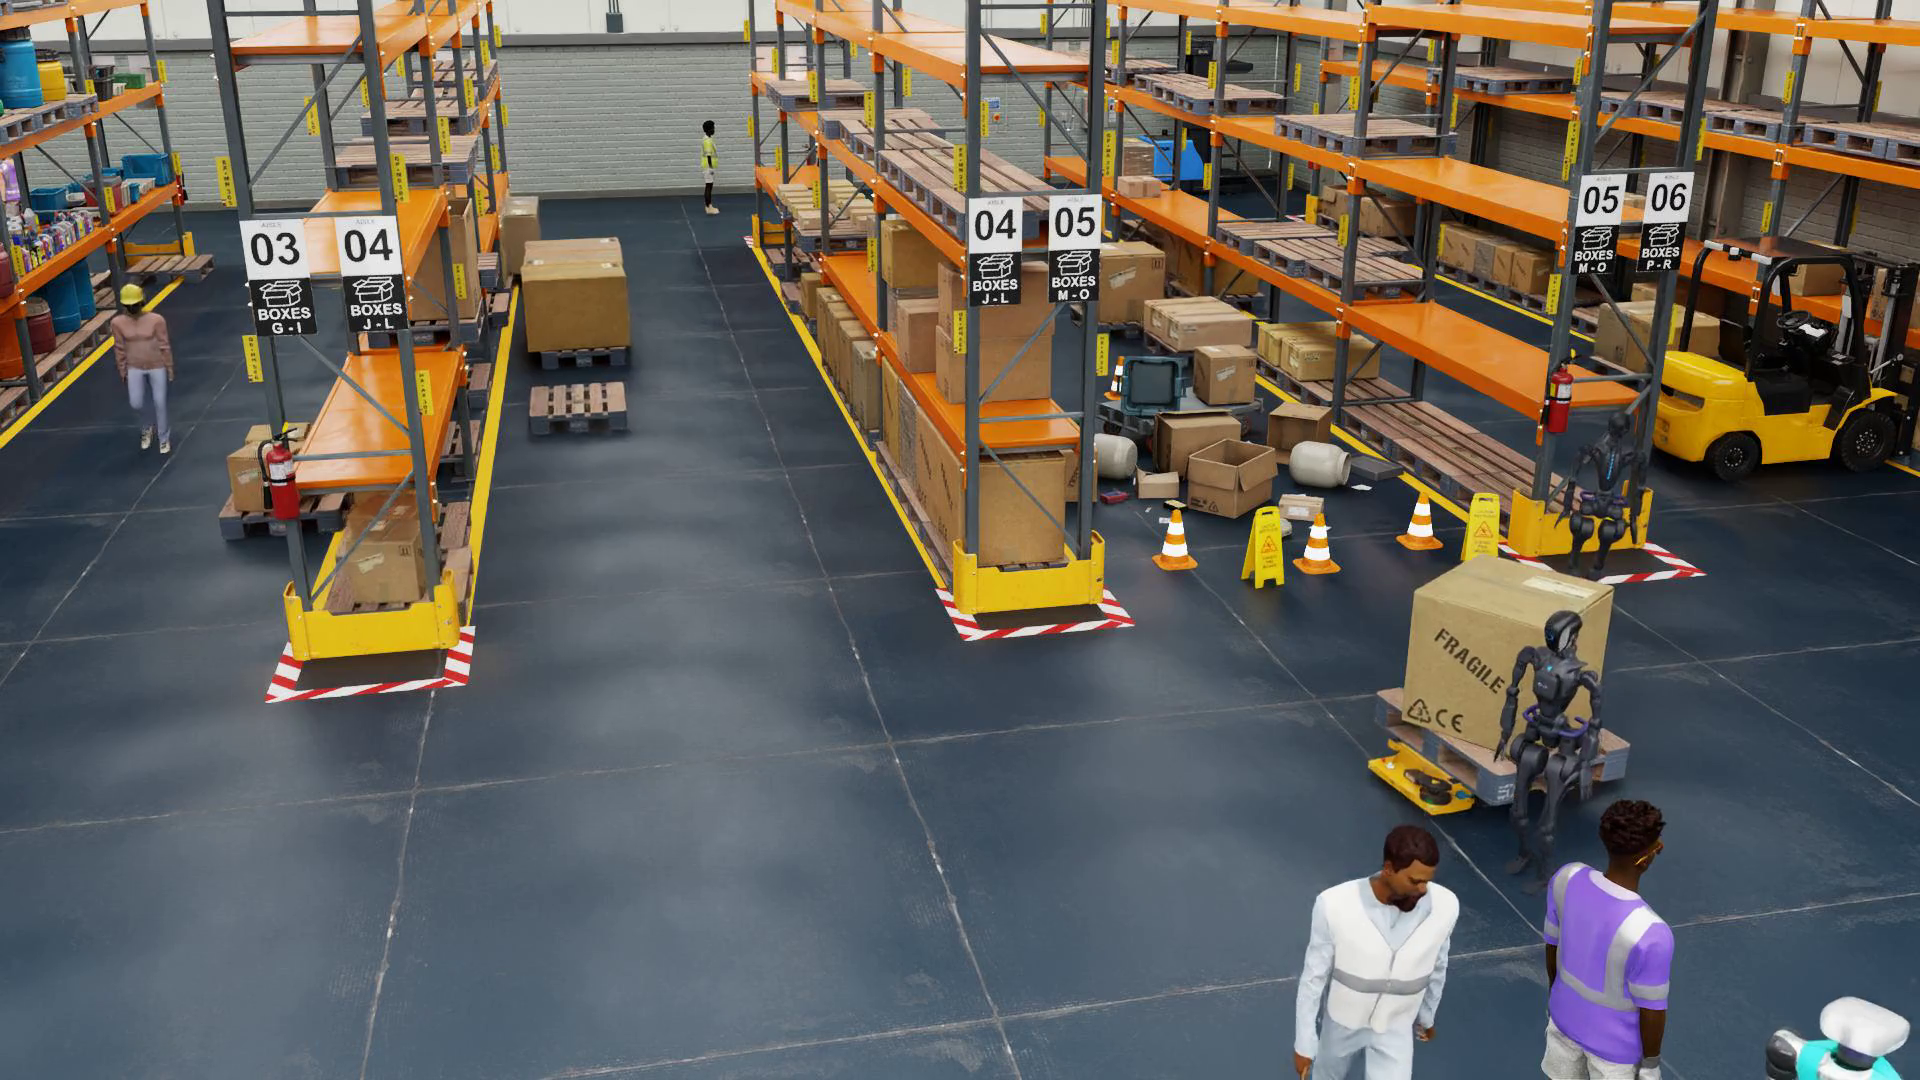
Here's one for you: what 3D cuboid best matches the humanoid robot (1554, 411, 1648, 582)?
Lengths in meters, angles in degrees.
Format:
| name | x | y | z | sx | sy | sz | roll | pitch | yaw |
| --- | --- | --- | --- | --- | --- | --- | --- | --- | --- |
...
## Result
| name | x | y | z | sx | sy | sz | roll | pitch | yaw |
| --- | --- | --- | --- | --- | --- | --- | --- | --- | --- |
| humanoid robot | 4.881 | -0.188 | 12.710 | 0.607 | 1.633 | 0.476 | 6 | 21 | 16 |

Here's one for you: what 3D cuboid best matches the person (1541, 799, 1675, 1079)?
| name | x | y | z | sx | sy | sz | roll | pitch | yaw |
| --- | --- | --- | --- | --- | --- | --- | --- | --- | --- |
| person | 2.554 | 1.918 | 6.606 | 0.368 | 1.964 | 0.605 | -9 | 22 | -22 |

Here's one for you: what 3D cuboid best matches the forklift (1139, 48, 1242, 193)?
| name | x | y | z | sx | sy | sz | roll | pitch | yaw |
| --- | --- | --- | --- | --- | --- | --- | --- | --- | --- |
| forklift | 4.566 | -8.313 | 32.860 | 1.873 | 2.768 | 1.129 | -4 | 21 | -12 |

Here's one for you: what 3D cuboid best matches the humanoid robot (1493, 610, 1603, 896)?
| name | x | y | z | sx | sy | sz | roll | pitch | yaw |
| --- | --- | --- | --- | --- | --- | --- | --- | --- | --- |
| humanoid robot | 3.202 | 1.140 | 9.103 | 0.366 | 1.641 | 0.610 | -16 | 26 | -37 |

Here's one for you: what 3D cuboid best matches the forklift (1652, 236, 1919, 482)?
| name | x | y | z | sx | sy | sz | roll | pitch | yaw |
| --- | --- | --- | --- | --- | --- | --- | --- | --- | --- |
| forklift | 8.013 | -1.814 | 16.330 | 2.313 | 2.155 | 1.214 | -4 | 21 | -12 |

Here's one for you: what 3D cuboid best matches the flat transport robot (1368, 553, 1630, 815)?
| name | x | y | z | sx | sy | sz | roll | pitch | yaw |
| --- | --- | --- | --- | --- | --- | --- | --- | --- | --- |
| flat transport robot | 3.368 | 1.394 | 10.450 | 1.431 | 0.231 | 0.659 | -8 | 22 | -21 |

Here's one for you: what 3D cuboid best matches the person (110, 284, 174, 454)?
| name | x | y | z | sx | sy | sz | roll | pitch | yaw |
| --- | --- | --- | --- | --- | --- | --- | --- | --- | --- |
| person | -8.167 | -1.710 | 16.687 | 0.519 | 1.752 | 0.377 | -7 | 21 | -18 |

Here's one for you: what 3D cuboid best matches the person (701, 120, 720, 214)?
| name | x | y | z | sx | sy | sz | roll | pitch | yaw |
| --- | --- | --- | --- | --- | --- | --- | --- | --- | --- |
| person | -4.606 | -6.870 | 30.646 | 0.317 | 1.697 | 0.539 | -4 | 21 | -10 |

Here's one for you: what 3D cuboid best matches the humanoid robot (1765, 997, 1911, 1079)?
| name | x | y | z | sx | sy | sz | roll | pitch | yaw |
| --- | --- | --- | --- | --- | --- | --- | --- | --- | --- |
| humanoid robot | 3.164 | 2.344 | 5.903 | 0.842 | 1.863 | 0.546 | -18 | 27 | -39 |

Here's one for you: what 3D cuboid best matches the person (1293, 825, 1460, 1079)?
| name | x | y | z | sx | sy | sz | roll | pitch | yaw |
| --- | --- | --- | --- | --- | --- | --- | --- | --- | --- |
| person | 1.652 | 1.948 | 6.692 | 0.615 | 1.843 | 1.044 | 1 | 20 | 3 |

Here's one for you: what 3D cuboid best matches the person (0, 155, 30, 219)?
| name | x | y | z | sx | sy | sz | roll | pitch | yaw |
| --- | --- | --- | --- | --- | --- | --- | --- | --- | --- |
| person | -15.321 | -5.510 | 27.005 | 0.350 | 1.688 | 0.489 | 11 | 23 | 27 |
